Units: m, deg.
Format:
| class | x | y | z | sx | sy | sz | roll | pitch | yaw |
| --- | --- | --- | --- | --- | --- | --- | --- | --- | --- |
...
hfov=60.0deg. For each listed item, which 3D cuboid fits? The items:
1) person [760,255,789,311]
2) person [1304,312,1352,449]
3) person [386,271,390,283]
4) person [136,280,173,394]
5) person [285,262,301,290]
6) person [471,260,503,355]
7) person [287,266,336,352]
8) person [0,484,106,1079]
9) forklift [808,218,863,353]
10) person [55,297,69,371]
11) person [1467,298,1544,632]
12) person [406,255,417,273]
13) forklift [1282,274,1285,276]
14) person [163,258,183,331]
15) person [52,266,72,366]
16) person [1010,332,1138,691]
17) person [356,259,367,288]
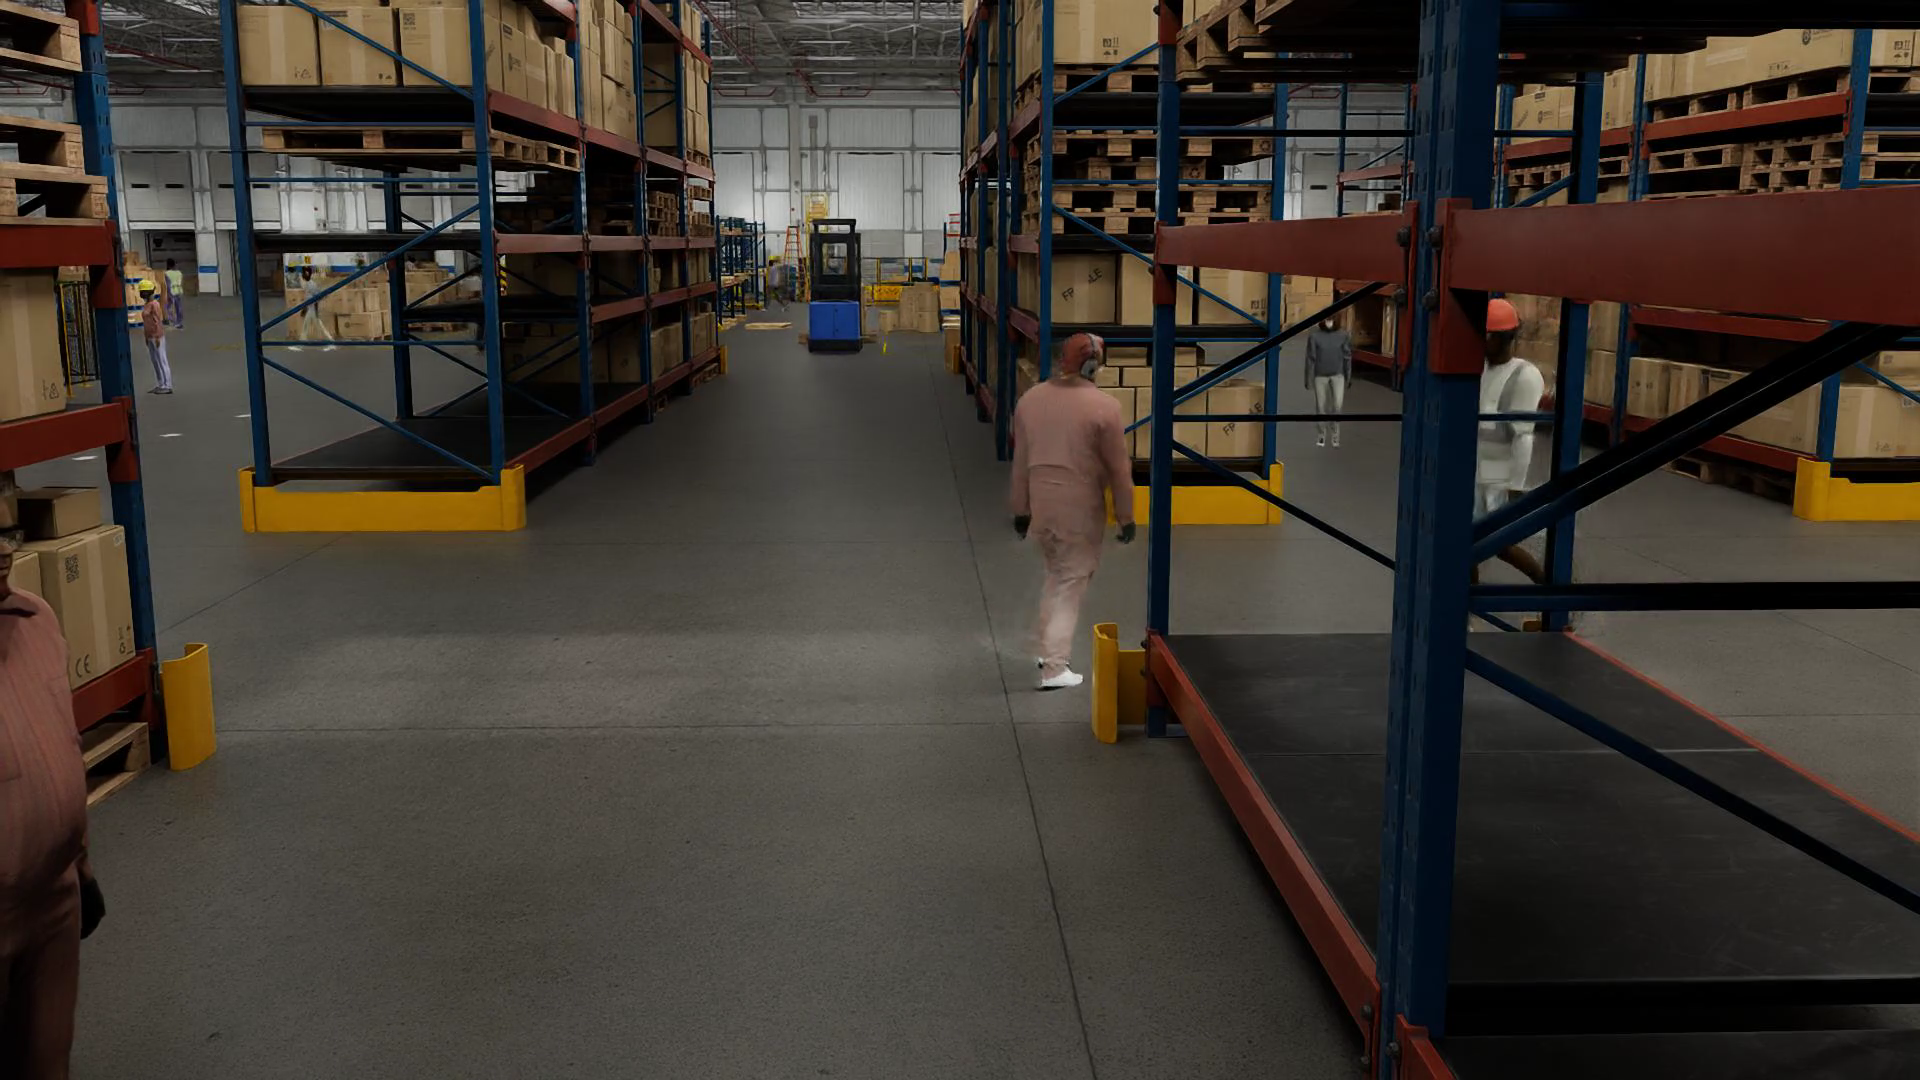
| class | x | y | z | sx | sy | sz | roll | pitch | yaw |
| --- | --- | --- | --- | --- | --- | --- | --- | --- | --- |
| person | -6.260 | -8.648 | 56.080 | 0.947 | 1.889 | 0.588 | -2 | 10 | -8 |
| person | 4.169 | -1.825 | 18.847 | 0.525 | 1.601 | 0.772 | 2 | 10 | 12 |
| person | -18.782 | -8.401 | 55.248 | 0.321 | 1.690 | 0.533 | 8 | 13 | 37 |
| person | -12.450 | -3.122 | 25.648 | 0.355 | 1.756 | 0.526 | -9 | 14 | -42 |
| person | -20.761 | -7.812 | 51.851 | 0.488 | 1.728 | 0.501 | 1 | 10 | 6 |
| person | -9.699 | -4.825 | 34.341 | 0.772 | 2.000 | 0.703 | 4 | 11 | 21 |
| person | -13.859 | -4.919 | 35.499 | 0.998 | 1.821 | 0.504 | -4 | 11 | -20 |
| person | -2.068 | 0.777 | 3.549 | 0.400 | 1.900 | 0.636 | 1 | 10 | 7 |
| forklift | -2.650 | -5.405 | 35.232 | 1.129 | 2.768 | 1.873 | 0 | 10 | -2 |
| person | -16.377 | -3.872 | 30.110 | 0.530 | 1.654 | 0.877 | -8 | 13 | -38 |
| person | 3.158 | -0.392 | 9.686 | 0.777 | 2.026 | 0.621 | -4 | 11 | -22 |
| person | -20.623 | -9.798 | 62.599 | 0.430 | 1.845 | 0.624 | -4 | 11 | -21 |
| forklift | 11.862 | -10.074 | 61.240 | 1.873 | 2.768 | 1.129 | -1 | 10 | -5 |
| person | -20.754 | -6.449 | 43.785 | 0.597 | 1.896 | 0.582 | 4 | 11 | 20 |
| person | -17.060 | -4.237 | 31.310 | 0.596 | 1.958 | 0.371 | 4 | 11 | 19 |
| person | 0.629 | -0.152 | 8.775 | 0.654 | 1.882 | 0.632 | 9 | 14 | 41 |
| person | -17.853 | -7.451 | 49.557 | 0.580 | 1.823 | 0.533 | 3 | 11 | 16 |
